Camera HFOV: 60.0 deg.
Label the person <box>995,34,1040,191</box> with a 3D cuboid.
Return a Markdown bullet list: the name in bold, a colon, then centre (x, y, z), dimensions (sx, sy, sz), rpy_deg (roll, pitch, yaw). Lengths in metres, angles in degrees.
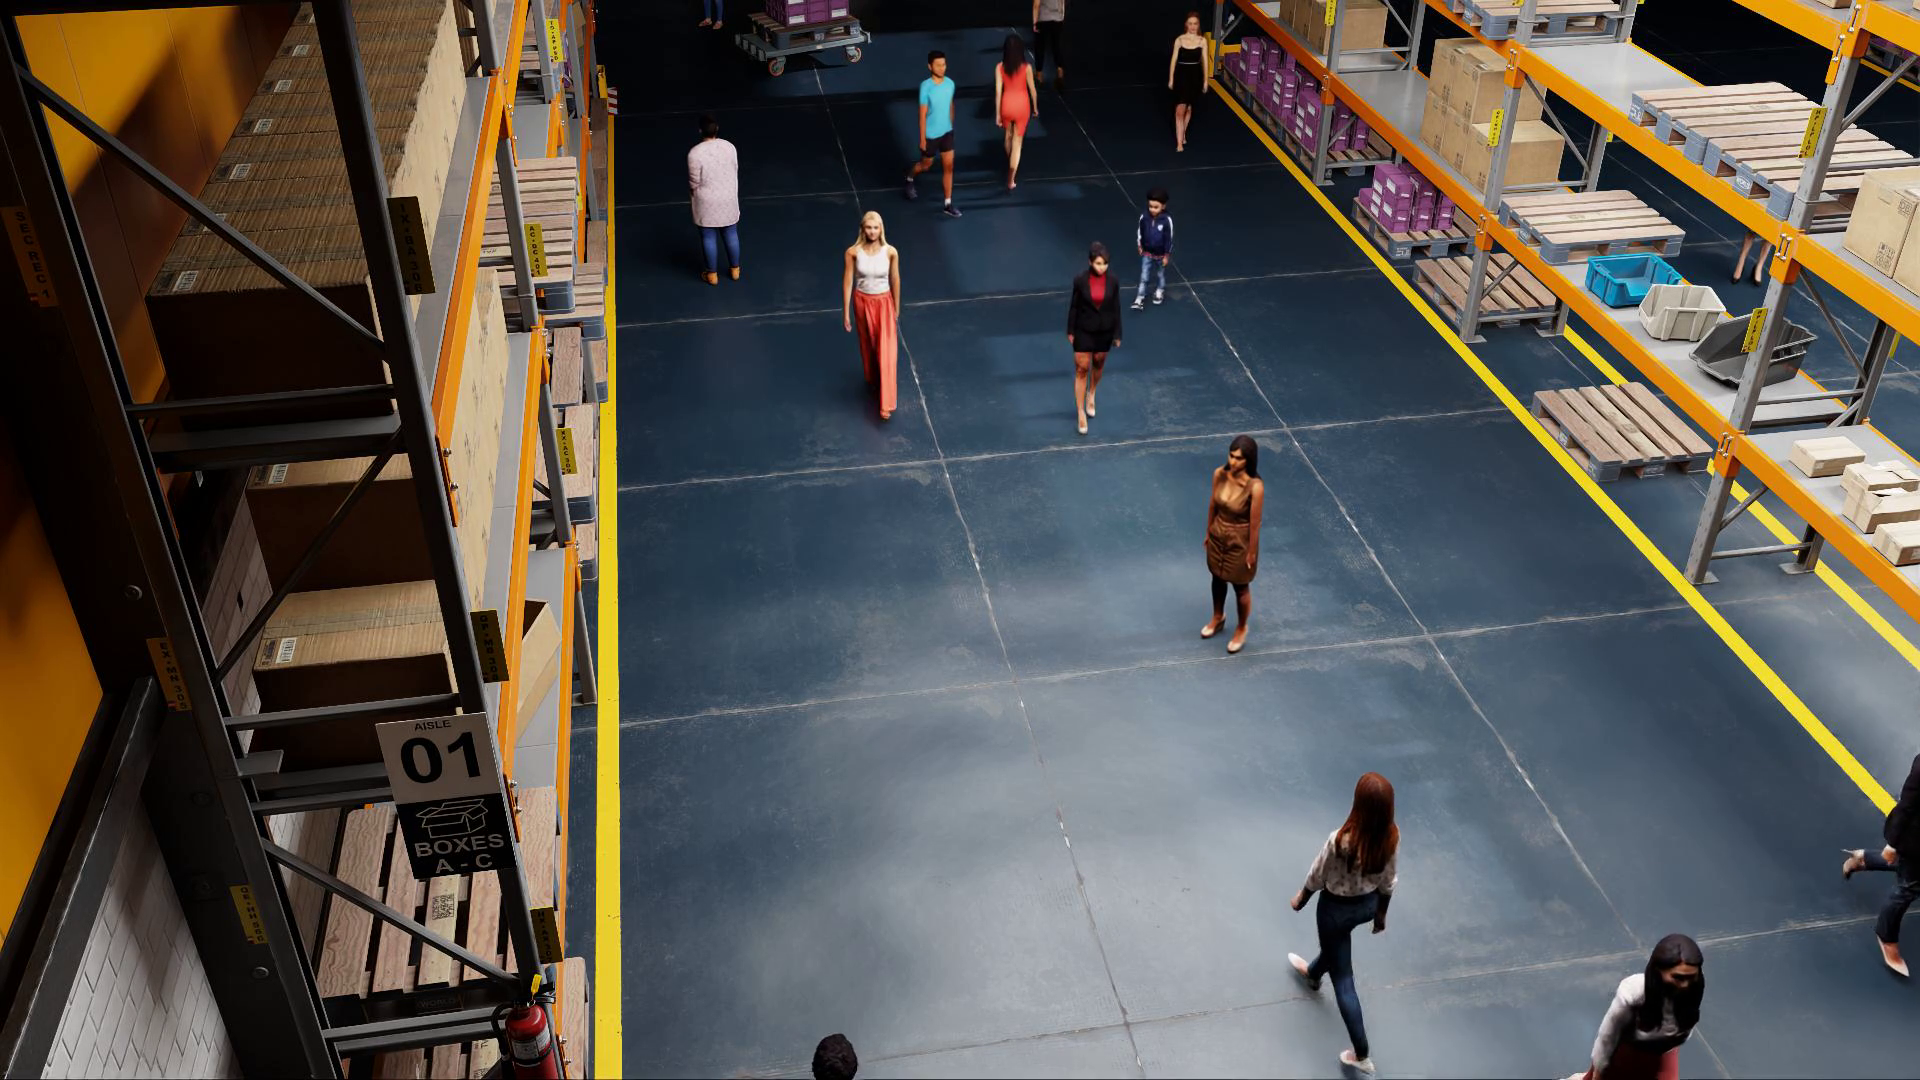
- **person**: centre (0.608, -4.686, 18.385), dimensions (0.899, 1.677, 1.175), rpy_deg (7, 34, 11)

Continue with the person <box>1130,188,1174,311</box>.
- **person**: centre (1.909, -2.819, 16.012), dimensions (0.779, 1.195, 0.883), rpy_deg (14, 36, 20)

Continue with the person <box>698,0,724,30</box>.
- **person**: centre (-3.562, -8.085, 23.555), dimensions (0.664, 1.614, 0.702), rpy_deg (17, 37, 24)

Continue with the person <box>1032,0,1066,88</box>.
- **person**: centre (1.176, -6.655, 21.324), dimensions (0.637, 1.702, 0.931), rpy_deg (-8, 35, -12)

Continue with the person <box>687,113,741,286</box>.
- **person**: centre (-2.408, -3.366, 16.344), dimensions (0.763, 1.738, 0.740), rpy_deg (-17, 37, -23)

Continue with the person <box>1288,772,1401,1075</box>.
- **person**: centre (2.004, 1.936, 8.406), dimensions (0.750, 1.695, 1.181), rpy_deg (-13, 36, -18)

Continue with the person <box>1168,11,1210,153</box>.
- **person**: centre (2.676, -5.415, 19.555), dimensions (0.708, 1.596, 1.015), rpy_deg (0, 34, 1)

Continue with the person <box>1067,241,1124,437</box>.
- **person**: centre (1.116, -1.747, 14.013), dimensions (0.641, 1.622, 0.860), rpy_deg (-2, 34, -3)

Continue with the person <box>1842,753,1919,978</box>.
- **person**: centre (5.167, 1.513, 8.915), dimensions (0.828, 1.764, 0.953), rpy_deg (-11, 35, -16)

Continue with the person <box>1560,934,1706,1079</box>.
- **person**: centre (3.074, 2.393, 7.707), dimensions (0.655, 1.707, 1.114), rpy_deg (-3, 34, -4)

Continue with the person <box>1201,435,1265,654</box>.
- **person**: centre (1.855, 0.021, 11.298), dimensions (0.702, 1.683, 0.611), rpy_deg (-29, 43, -36)

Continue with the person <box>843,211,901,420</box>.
- **person**: centre (-0.749, -2.007, 14.272), dimensions (0.771, 1.768, 1.165), rpy_deg (1, 34, 2)

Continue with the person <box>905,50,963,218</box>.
- **person**: centre (-0.312, -4.382, 17.863), dimensions (0.967, 1.748, 1.196), rpy_deg (-23, 40, -31)

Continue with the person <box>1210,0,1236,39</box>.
- **person**: centre (3.758, -7.870, 23.134), dimensions (0.852, 1.722, 0.803), rpy_deg (-23, 40, -31)
